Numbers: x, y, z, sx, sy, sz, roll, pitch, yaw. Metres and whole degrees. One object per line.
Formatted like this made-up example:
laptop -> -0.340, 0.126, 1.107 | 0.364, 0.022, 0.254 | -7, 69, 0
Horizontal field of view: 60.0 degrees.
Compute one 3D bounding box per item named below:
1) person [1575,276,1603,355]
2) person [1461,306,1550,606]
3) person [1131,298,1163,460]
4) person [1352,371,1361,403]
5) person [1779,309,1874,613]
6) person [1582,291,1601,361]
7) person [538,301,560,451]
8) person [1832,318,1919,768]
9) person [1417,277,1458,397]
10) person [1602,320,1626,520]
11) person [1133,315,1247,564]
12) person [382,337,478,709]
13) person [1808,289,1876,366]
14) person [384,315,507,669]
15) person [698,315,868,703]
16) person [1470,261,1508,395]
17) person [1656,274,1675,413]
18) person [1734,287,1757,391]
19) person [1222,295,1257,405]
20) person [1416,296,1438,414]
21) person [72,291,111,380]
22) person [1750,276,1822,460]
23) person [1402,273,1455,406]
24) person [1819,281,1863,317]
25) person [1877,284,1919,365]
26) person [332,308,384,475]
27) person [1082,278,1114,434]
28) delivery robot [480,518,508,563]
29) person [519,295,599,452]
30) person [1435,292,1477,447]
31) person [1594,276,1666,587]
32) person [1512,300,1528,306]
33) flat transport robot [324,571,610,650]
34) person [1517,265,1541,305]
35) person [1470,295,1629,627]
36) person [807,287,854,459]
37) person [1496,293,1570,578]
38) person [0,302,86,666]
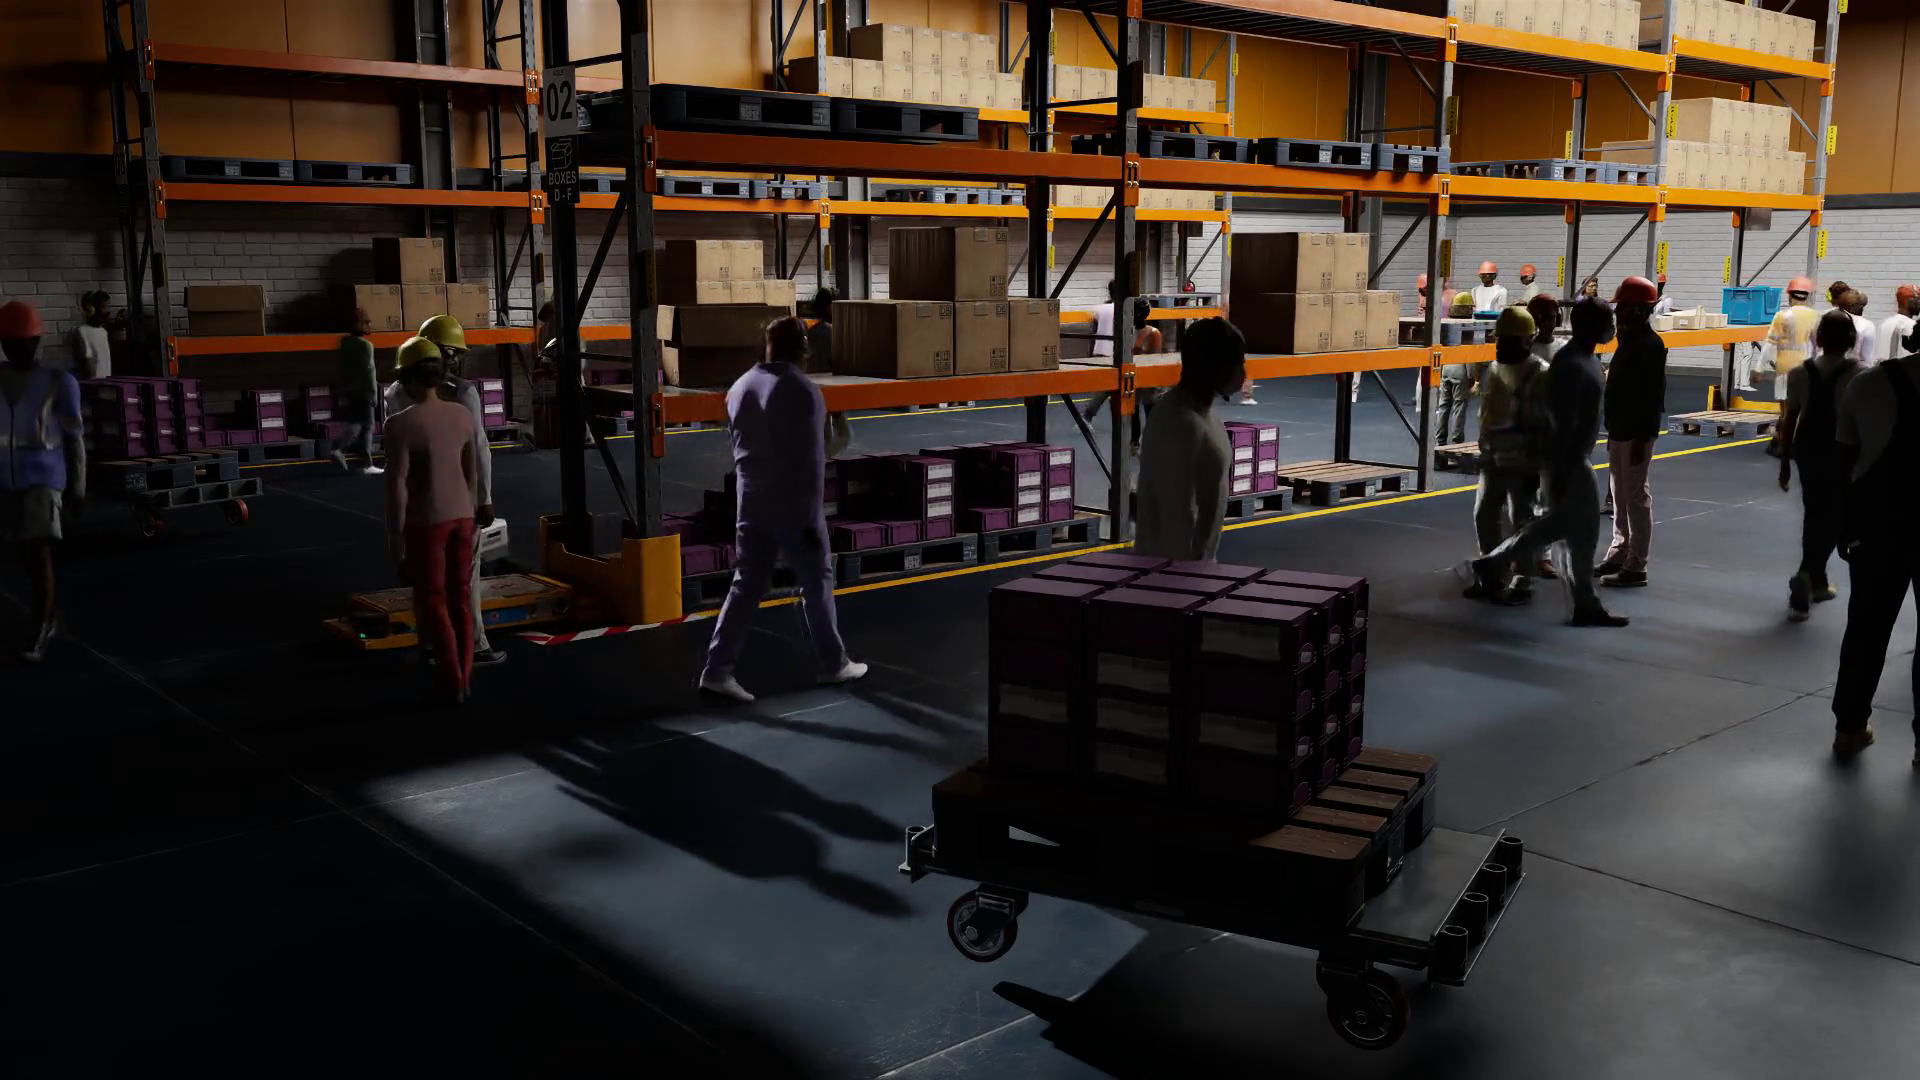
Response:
person -> 8.749, -2.763, 23.287 | 0.564, 1.846, 0.390 | -3, 10, -18
person -> 3.335, -0.499, 10.116 | 0.450, 1.820, 0.622 | -3, 10, -20
person -> 1.885, -1.680, 17.411 | 0.530, 1.686, 0.322 | 10, 14, 44
person -> 5.694, -2.945, 24.197 | 0.679, 1.894, 0.538 | 3, 10, 20
person -> 5.170, -0.470, 9.962 | 0.856, 1.821, 0.514 | -9, 13, -41
person -> 8.854, -2.728, 23.509 | 0.317, 1.696, 0.540 | -7, 12, -37
person -> -4.473, -1.795, 18.239 | 0.268, 1.632, 0.507 | -6, 11, -30
person -> 4.042, -0.071, 6.952 | 0.689, 2.000, 0.535 | 10, 14, 44
person -> 7.178, -3.128, 24.986 | 0.623, 1.993, 0.385 | 0, 10, 1
person -> 5.390, -0.986, 13.487 | 0.308, 1.641, 0.516 | -1, 10, -7
person -> 0.766, 0.137, 6.093 | 0.531, 1.920, 0.653 | 3, 10, 18
person -> -2.483, -0.074, 7.840 | 0.369, 1.752, 0.549 | 7, 12, 34
person -> 8.256, -1.450, 15.681 | 0.684, 1.817, 0.649 | -6, 11, -32
person -> -2.649, -0.241, 8.590 | 0.589, 1.822, 0.403 | 4, 10, 22
person -> -0.876, -0.149, 7.988 | 0.665, 1.856, 0.989 | 8, 12, 39
person -> 7.971, -3.191, 25.214 | 0.388, 2.045, 0.605 | -8, 13, -40
person -> 9.415, -2.689, 22.581 | 0.376, 1.936, 0.549 | -2, 10, -14
person -> 12.470, -3.173, 26.298 | 0.309, 1.636, 0.522 | 1, 10, 7
person -> 4.026, -2.849, 23.656 | 0.489, 1.889, 0.668 | -10, 14, -44
person -> 6.347, -2.511, 22.476 | 0.280, 1.618, 0.498 | 0, 10, -2
person -> -7.644, -1.299, 14.814 | 0.996, 1.814, 0.513 | 1, 10, 5
person -> 8.677, -1.803, 17.465 | 0.588, 1.910, 0.631 | -3, 10, -17
person -> 6.771, -2.813, 23.481 | 0.863, 1.895, 0.572 | 3, 10, 18
person -> 9.321, -1.833, 17.806 | 0.565, 1.865, 0.364 | 1, 10, 8
person -> 8.418, -1.345, 14.878 | 0.433, 1.876, 0.610 | 1, 10, 6
person -> -5.837, -1.429, 16.117 | 0.531, 1.619, 0.405 | 8, 12, 38
person -> 1.771, -2.223, 20.049 | 0.969, 1.880, 0.579 | -7, 12, -34
delivery robot -> -3.169, 0.009, 10.558 | 0.477, 0.478, 0.707 | 2, 10, 12
person -> -4.327, -1.833, 17.996 | 0.880, 1.803, 0.578 | -8, 12, -38
person -> 5.349, -1.783, 17.853 | 0.316, 1.740, 0.492 | -5, 11, -27
person -> 4.319, -0.695, 10.739 | 0.378, 1.995, 0.609 | 1, 10, 3
person -> 6.305, -1.902, 18.874 | 0.516, 1.633, 0.313 | 3, 10, 18
flat transport robot -> -2.797, 0.383, 9.470 | 1.431, 0.197, 0.652 | -8, 12, -38
person -> 9.530, -3.617, 27.915 | 0.454, 1.971, 0.634 | 2, 10, 13
person -> 3.456, -0.464, 9.654 | 0.848, 1.916, 0.640 | 5, 11, 25
person -> -1.152, -1.253, 14.410 | 0.438, 1.856, 0.550 | -6, 11, -32
person -> 3.793, -0.678, 10.967 | 0.584, 1.882, 0.337 | 0, 10, 2
person -> -4.977, -0.317, 8.866 | 0.554, 1.895, 0.959 | -1, 10, -5
